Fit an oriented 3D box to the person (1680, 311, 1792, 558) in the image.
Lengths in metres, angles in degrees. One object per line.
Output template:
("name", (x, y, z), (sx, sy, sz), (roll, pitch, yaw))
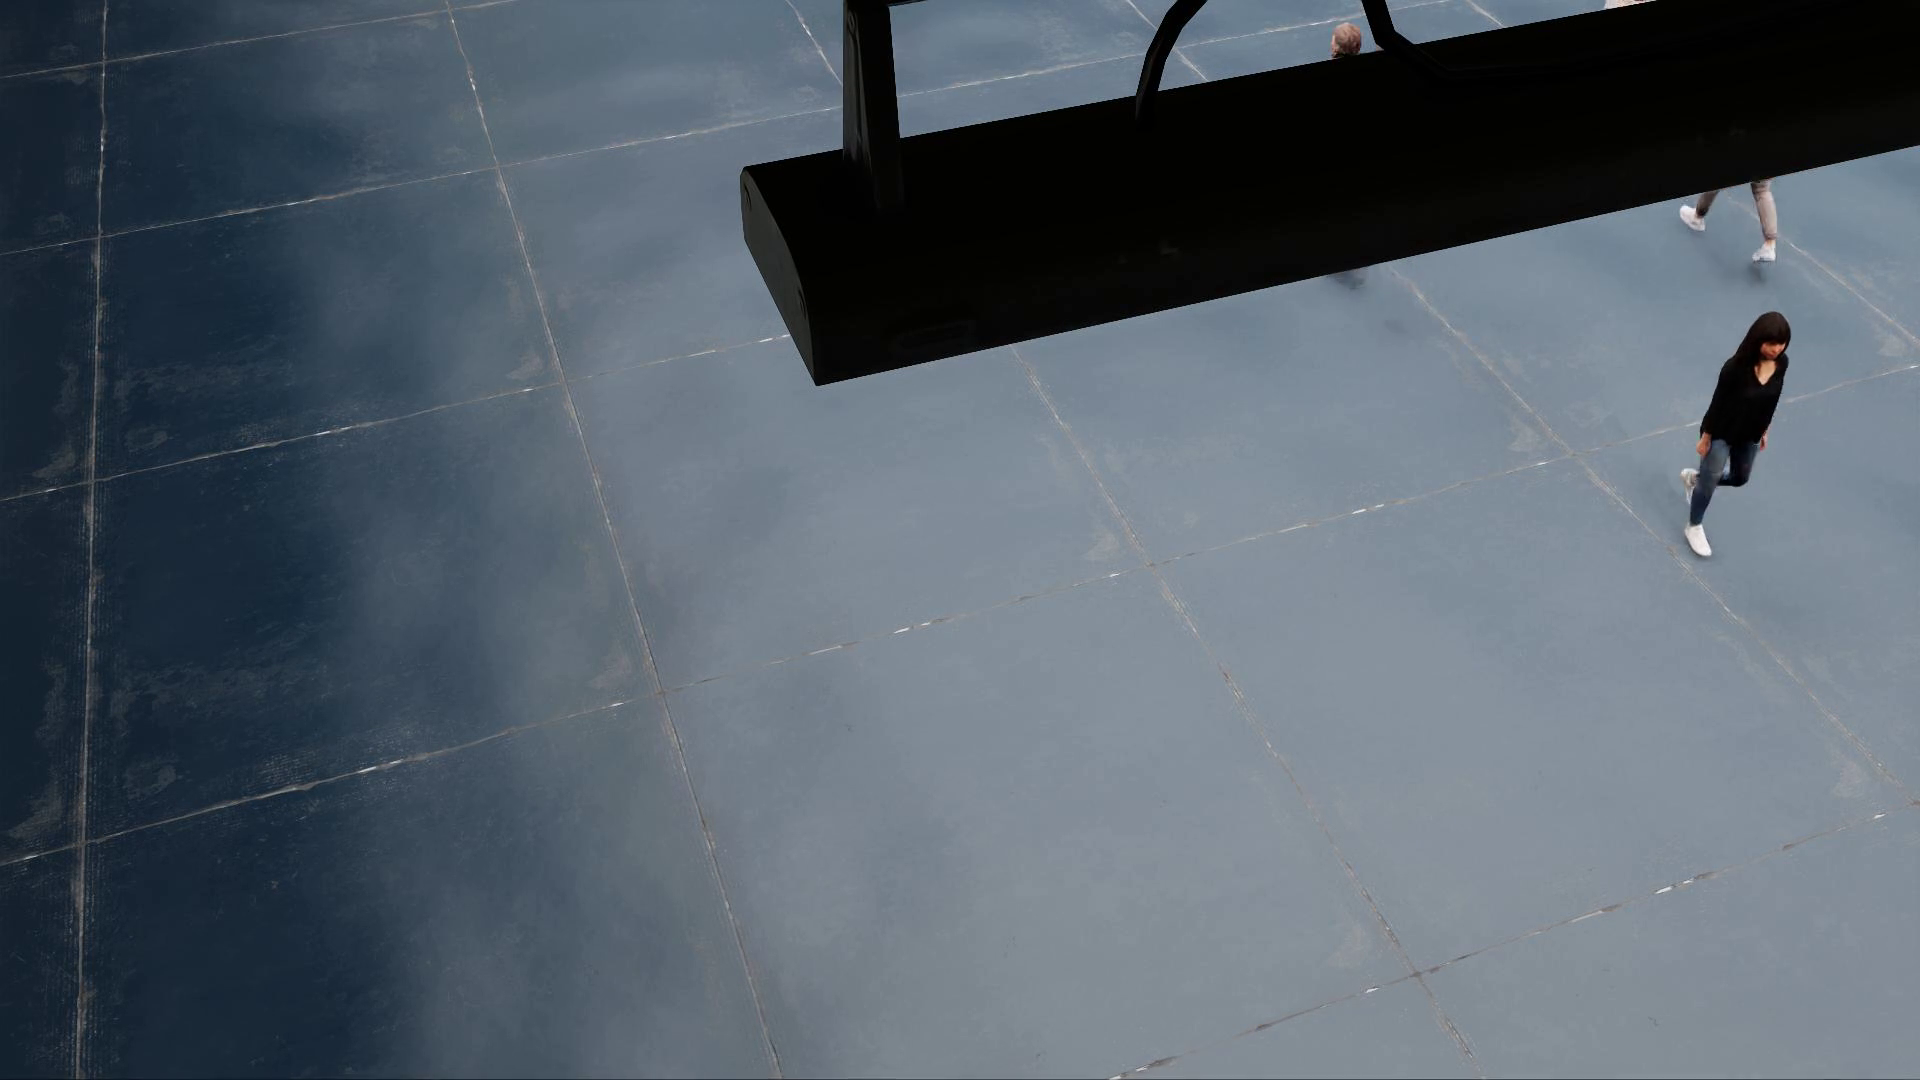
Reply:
("person", (4.476, -0.684, 9.682), (0.648, 1.640, 0.814), (-8, 44, -8))
